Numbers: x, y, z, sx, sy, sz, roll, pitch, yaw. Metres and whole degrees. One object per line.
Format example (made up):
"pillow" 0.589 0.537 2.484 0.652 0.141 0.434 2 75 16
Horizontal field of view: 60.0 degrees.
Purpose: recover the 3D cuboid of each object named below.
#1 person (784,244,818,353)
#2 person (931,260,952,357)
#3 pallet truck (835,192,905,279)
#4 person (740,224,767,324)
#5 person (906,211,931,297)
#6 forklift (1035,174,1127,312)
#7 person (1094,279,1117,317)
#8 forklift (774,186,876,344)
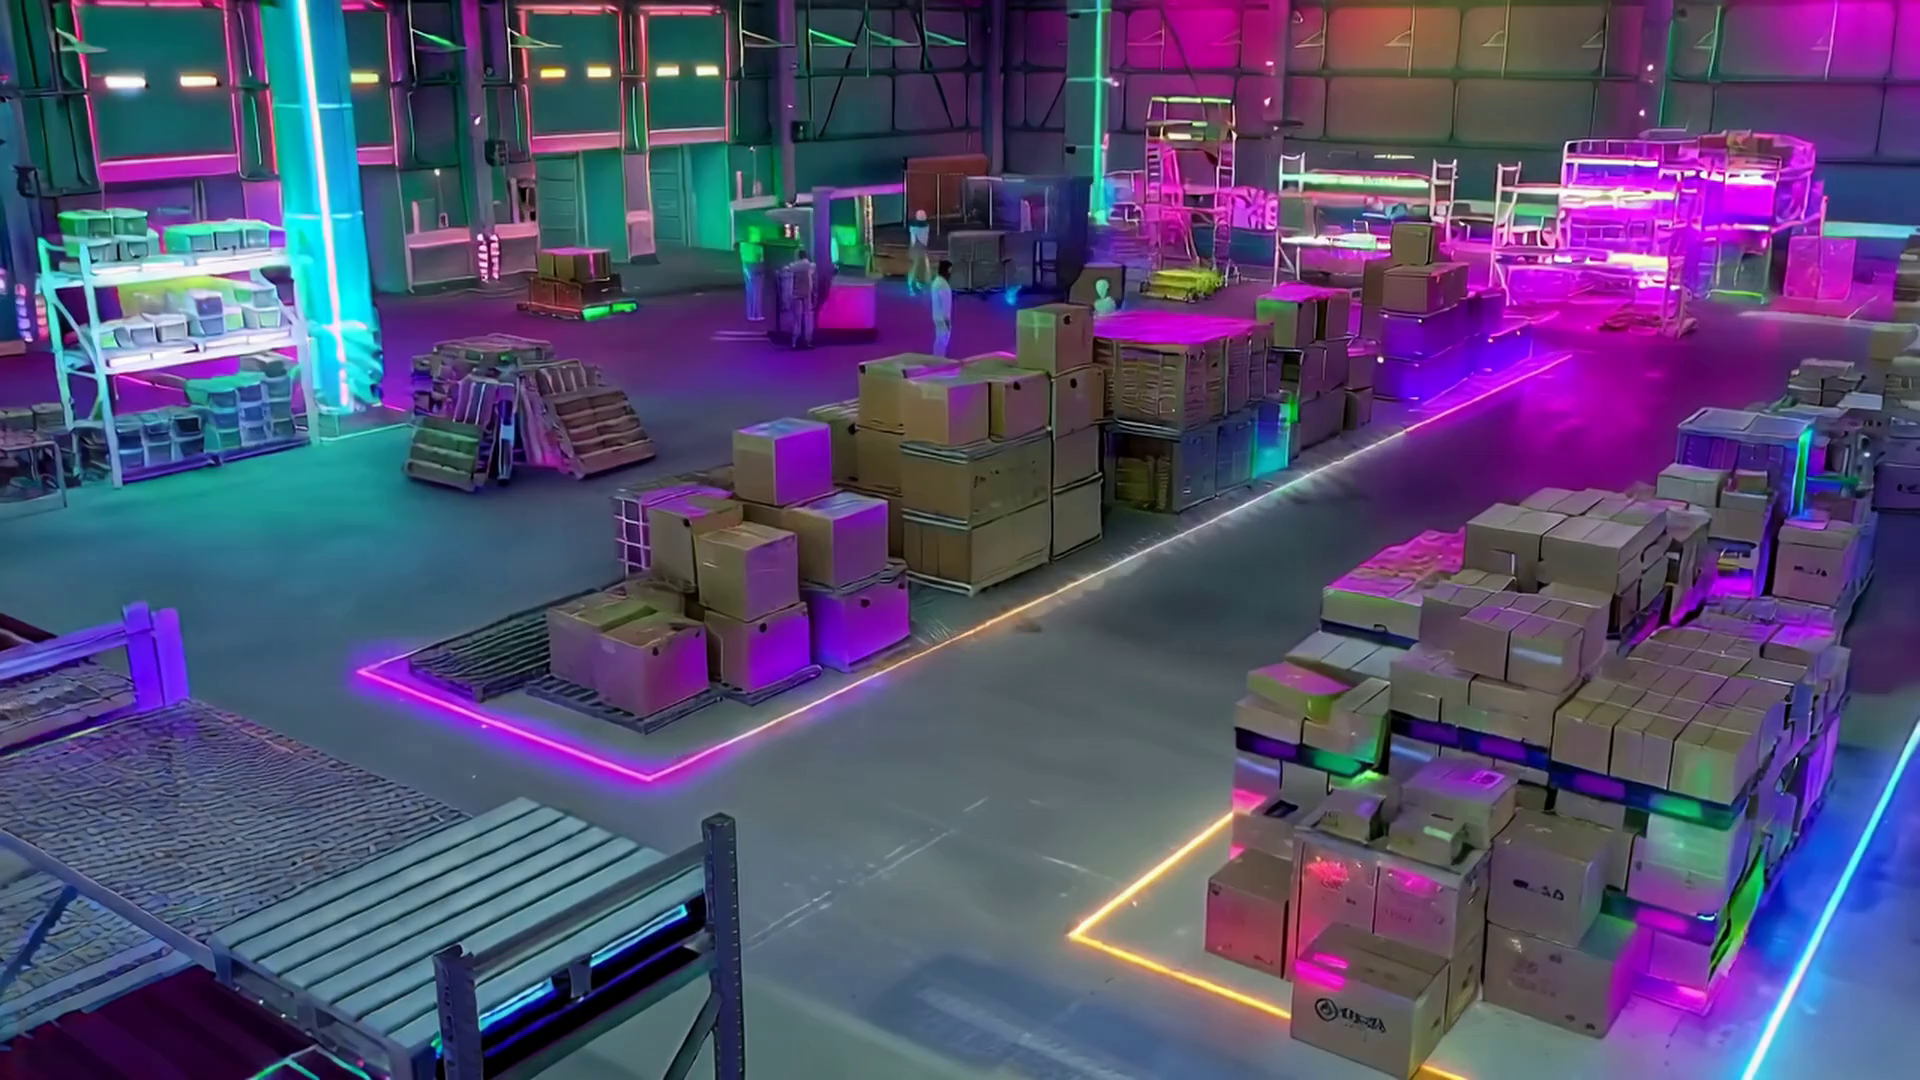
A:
"person" -2.831 -4.310 29.676 0.634 1.929 0.381 -9 19 -27
"person" -0.283 -3.636 27.424 0.372 1.937 0.627 -2 17 -8
"pallet truck" -1.936 -7.159 38.982 1.885 1.965 0.823 -12 21 -34
"person" -4.054 -5.253 32.789 0.379 1.928 0.585 12 21 35
"person" -0.851 -6.140 35.829 0.603 1.868 1.013 -15 22 -41
"forklift" 2.374 -5.841 33.115 1.873 2.768 1.129 3 17 10
"person" 2.416 -3.438 27.220 0.740 1.676 0.536 -11 20 -32
"forklift" -2.491 -5.063 30.538 1.873 2.768 1.129 -1 17 -3
